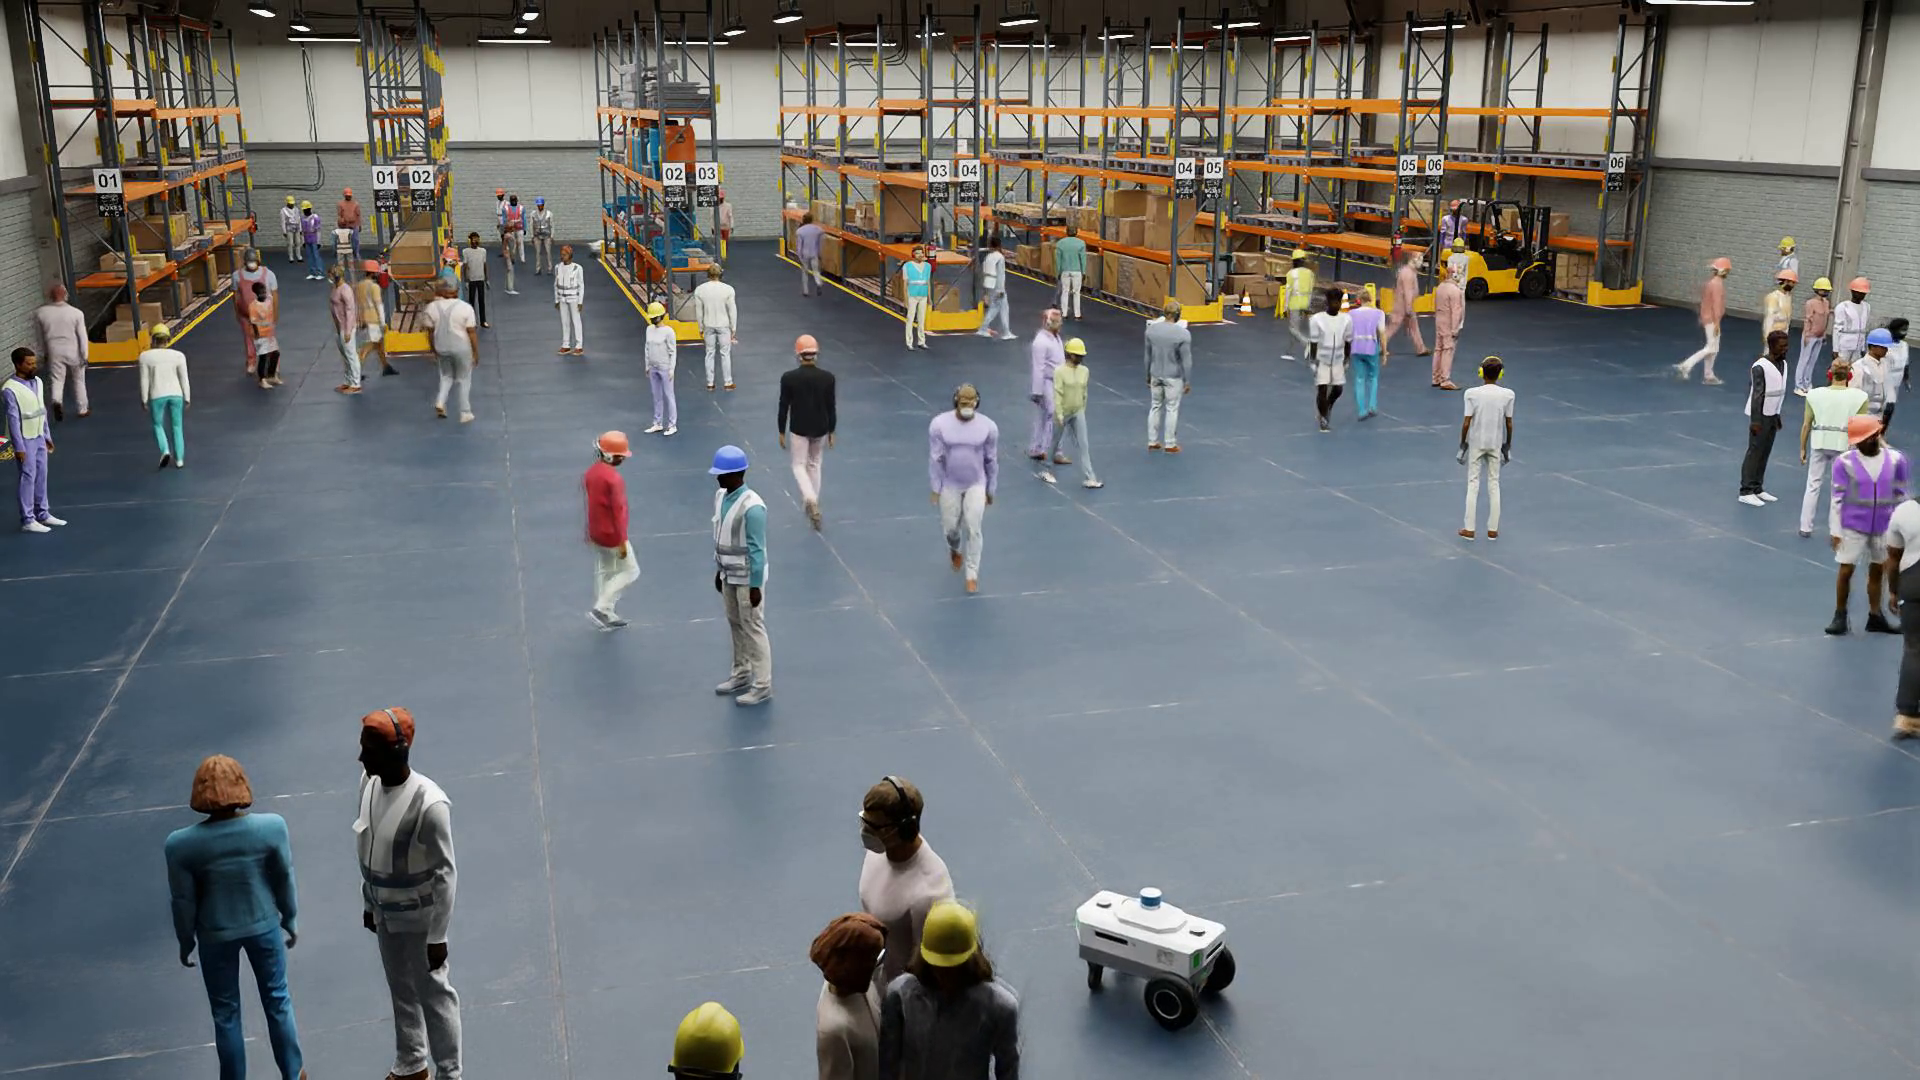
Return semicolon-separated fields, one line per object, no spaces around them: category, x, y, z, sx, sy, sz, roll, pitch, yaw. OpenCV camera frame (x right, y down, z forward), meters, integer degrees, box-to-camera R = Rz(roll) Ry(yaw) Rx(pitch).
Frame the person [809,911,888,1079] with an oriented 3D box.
person;-0.383;2.073;5.916;0.279;1.633;0.498;1;15;3

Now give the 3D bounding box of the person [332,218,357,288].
person;-14.428;-6.725;39.011;0.523;1.639;0.306;-7;16;-24

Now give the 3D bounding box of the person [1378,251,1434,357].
person;7.671;-4.040;28.566;1.036;1.831;0.722;5;16;19

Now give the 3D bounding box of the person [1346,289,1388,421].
person;5.651;-2.583;23.107;0.649;1.801;0.697;6;16;22

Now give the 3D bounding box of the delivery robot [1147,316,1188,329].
delivery robot;3.779;-3.908;30.309;0.707;0.478;0.477;-5;16;-18

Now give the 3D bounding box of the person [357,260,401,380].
person;-9.372;-3.490;26.385;0.558;1.898;0.923;13;20;41

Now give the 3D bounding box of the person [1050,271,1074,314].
person;2.170;-5.470;34.317;0.519;1.614;0.456;-12;19;-38

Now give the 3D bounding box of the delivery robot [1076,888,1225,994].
delivery robot;0.933;1.961;8.226;0.707;0.478;0.477;10;18;32

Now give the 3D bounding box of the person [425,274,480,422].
person;-6.922;-2.640;22.872;0.689;2.000;0.553;3;15;13

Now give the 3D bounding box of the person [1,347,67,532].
person;-9.561;-1.028;17.070;0.392;1.910;0.584;0;15;-1

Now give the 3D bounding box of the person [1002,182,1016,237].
person;1.587;-10.647;53.579;0.487;1.740;0.313;9;17;31

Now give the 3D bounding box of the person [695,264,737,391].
person;-3.686;-3.217;25.241;0.631;1.940;0.372;2;15;6

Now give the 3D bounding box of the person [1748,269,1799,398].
person;12.076;-3.049;24.679;0.633;1.904;0.563;-12;19;-38

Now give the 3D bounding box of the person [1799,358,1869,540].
person;8.752;-0.900;16.722;0.562;1.837;0.389;9;17;30

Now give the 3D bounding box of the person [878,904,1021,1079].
person;-0.066;2.072;5.792;0.494;1.702;0.886;4;15;16

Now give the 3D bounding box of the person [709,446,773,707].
person;-1.620;0.253;12.190;0.420;1.940;0.613;-10;18;-33

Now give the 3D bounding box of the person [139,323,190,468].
person;-9.558;-1.729;20.014;0.547;1.733;0.503;-9;17;-31

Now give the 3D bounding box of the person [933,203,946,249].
person;-0.593;-8.236;44.343;0.604;1.829;0.763;-5;16;-18

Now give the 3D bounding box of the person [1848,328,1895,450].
person;9.949;-1.360;18.263;0.601;1.939;0.409;-9;17;-31

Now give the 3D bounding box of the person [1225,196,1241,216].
person;7.834;-9.034;47.710;0.504;1.632;0.270;-5;16;-17

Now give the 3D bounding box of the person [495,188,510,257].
person;-12.797;-8.872;46.550;0.550;1.930;0.398;13;20;40

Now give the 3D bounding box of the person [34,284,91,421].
person;-12.357;-2.574;22.930;0.655;1.885;0.745;-4;15;-15

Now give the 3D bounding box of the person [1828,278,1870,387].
person;12.517;-2.717;23.365;0.551;1.933;0.373;-4;16;-16

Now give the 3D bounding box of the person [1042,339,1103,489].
person;1.254;-1.450;19.023;0.538;1.718;0.925;-9;17;-30

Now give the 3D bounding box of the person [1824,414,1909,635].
person;7.533;-0.105;13.660;0.766;1.888;0.359;2;15;8

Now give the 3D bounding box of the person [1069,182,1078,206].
person;3.535;-10.171;51.588;0.329;1.842;0.517;-5;16;-18

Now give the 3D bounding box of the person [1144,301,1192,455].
person;2.593;-2.023;20.778;0.647;1.925;0.387;10;18;33

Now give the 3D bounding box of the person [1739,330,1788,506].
person;8.834;-1.351;18.252;0.596;1.918;0.380;-13;19;-39

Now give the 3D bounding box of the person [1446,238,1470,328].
person;9.591;-4.958;32.166;0.485;1.744;0.295;-6;16;-22

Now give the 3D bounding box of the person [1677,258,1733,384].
person;11.611;-3.394;25.849;0.625;1.974;0.628;4;15;15

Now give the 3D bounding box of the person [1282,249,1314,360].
person;5.778;-3.959;28.134;0.614;1.889;0.700;-9;17;-30

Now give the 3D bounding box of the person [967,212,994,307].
person;0.445;-6.007;35.639;0.611;1.999;1.057;-2;15;-8

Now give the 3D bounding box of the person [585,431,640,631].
person;-2.882;-0.063;13.772;0.393;1.723;0.601;-10;18;-34

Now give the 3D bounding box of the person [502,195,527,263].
person;-12.043;-8.417;45.019;0.619;1.836;0.431;-4;15;-15

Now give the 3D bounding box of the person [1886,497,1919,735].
person;6.898;0.327;11.705;0.730;2.000;0.986;8;17;28

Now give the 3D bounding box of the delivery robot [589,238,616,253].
delivery robot;-9.981;-8.206;46.484;0.707;0.478;0.477;-7;17;-26

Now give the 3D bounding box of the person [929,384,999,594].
person;0.036;-0.495;15.046;0.641;1.912;0.574;1;15;2
